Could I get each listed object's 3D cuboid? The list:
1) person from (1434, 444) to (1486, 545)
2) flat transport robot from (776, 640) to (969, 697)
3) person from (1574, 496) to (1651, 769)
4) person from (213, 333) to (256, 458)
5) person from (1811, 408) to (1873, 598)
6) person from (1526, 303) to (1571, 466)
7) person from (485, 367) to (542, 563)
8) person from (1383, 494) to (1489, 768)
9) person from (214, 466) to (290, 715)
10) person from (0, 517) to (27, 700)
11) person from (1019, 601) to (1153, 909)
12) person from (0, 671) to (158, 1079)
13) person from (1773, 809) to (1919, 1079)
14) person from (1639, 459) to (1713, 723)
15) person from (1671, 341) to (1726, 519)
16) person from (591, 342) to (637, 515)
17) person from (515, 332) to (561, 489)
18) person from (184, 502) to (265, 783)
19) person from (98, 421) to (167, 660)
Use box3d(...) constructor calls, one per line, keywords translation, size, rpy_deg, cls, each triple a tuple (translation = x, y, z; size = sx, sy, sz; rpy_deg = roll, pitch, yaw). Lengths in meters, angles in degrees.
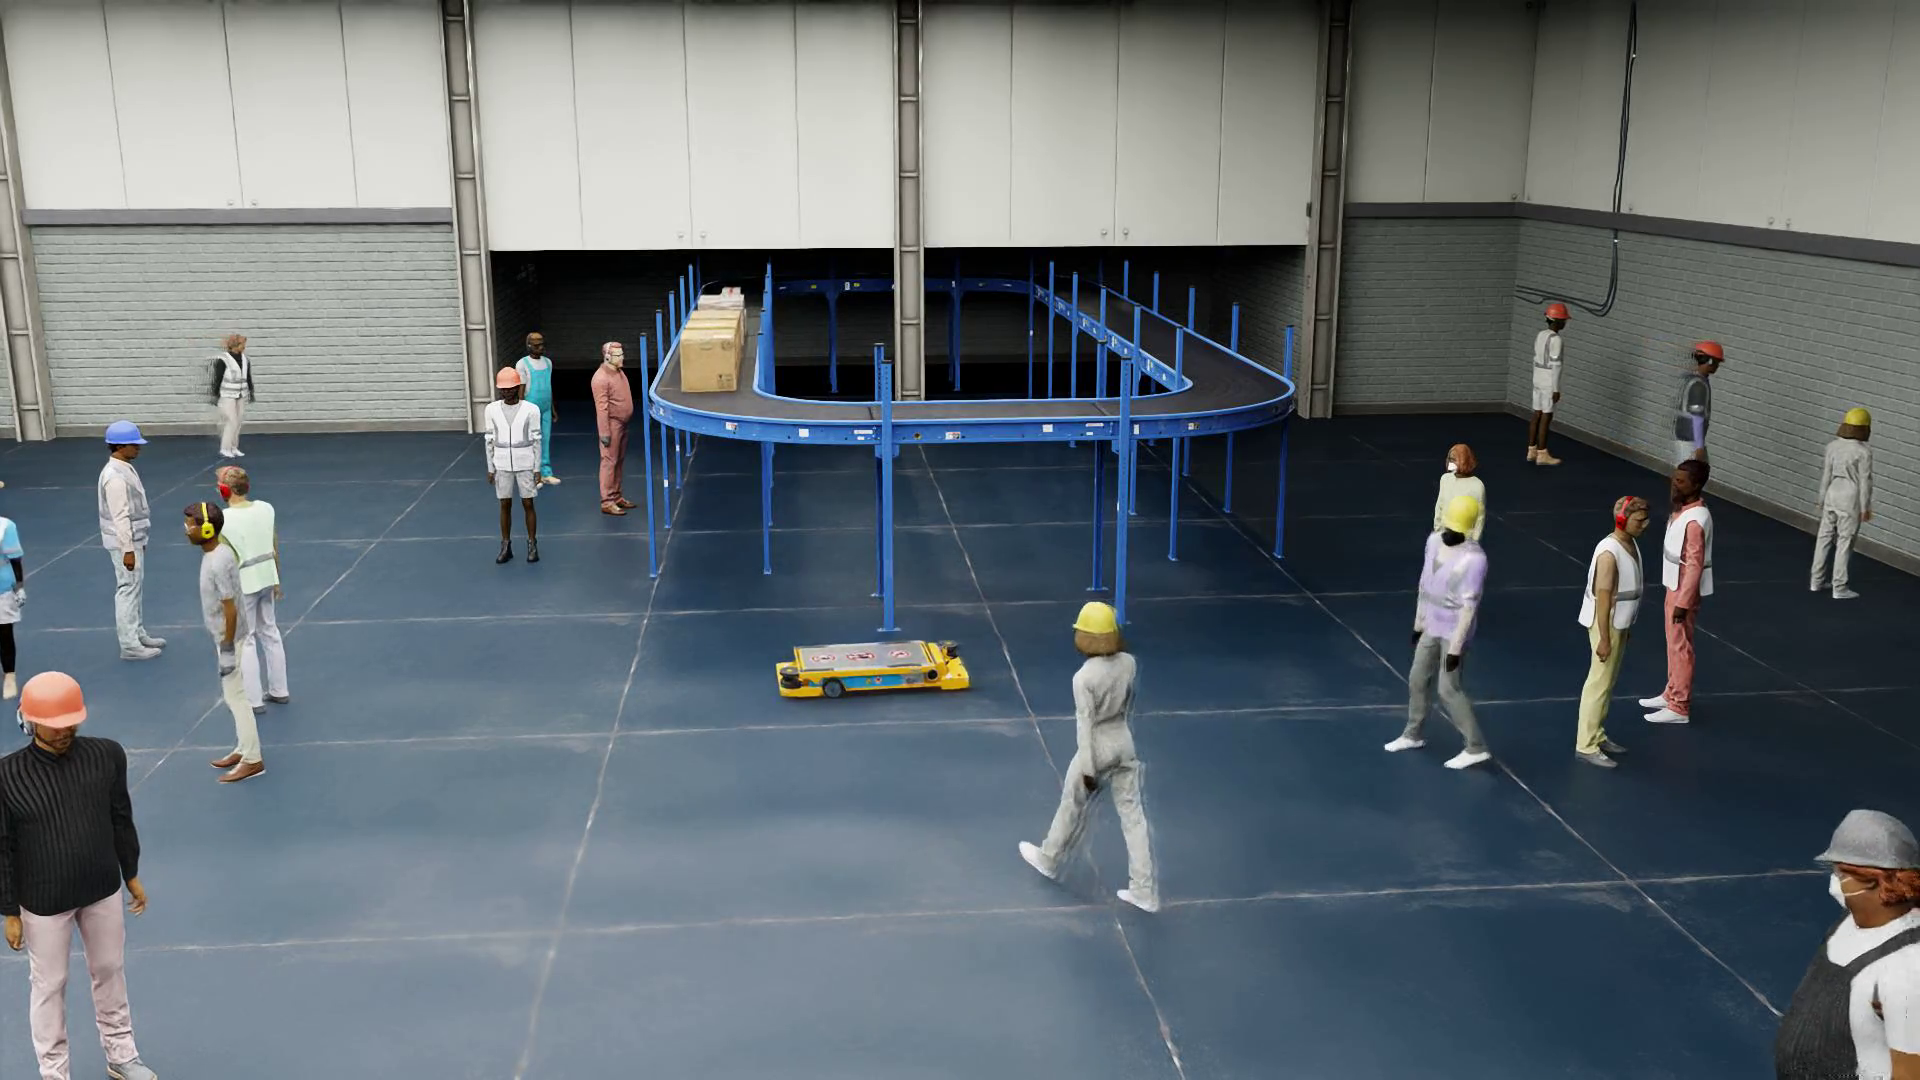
box3d(translation=(4.184, -0.007, 14.007), size=(0.265, 1.632, 0.507), rpy_deg=(-8, 16, -28), cls="person")
box3d(translation=(-0.685, 0.982, 12.820), size=(1.431, 0.197, 0.652), rpy_deg=(-2, 14, -9), cls="flat transport robot")
box3d(translation=(4.363, 0.595, 11.176), size=(0.375, 1.840, 0.570), rpy_deg=(9, 17, 33), cls="person")
box3d(translation=(-9.372, -1.861, 21.466), size=(0.454, 1.606, 0.534), rpy_deg=(4, 15, 15), cls="person")
box3d(translation=(8.069, -0.343, 15.146), size=(0.316, 1.738, 0.507), rpy_deg=(-4, 15, -16), cls="person")
box3d(translation=(7.459, -1.974, 21.048), size=(0.395, 2.044, 0.609), rpy_deg=(-1, 14, -4), cls="person")
box3d(translation=(-4.365, -0.732, 16.291), size=(0.544, 1.939, 0.354), rpy_deg=(-1, 14, -5), cls="person")
box3d(translation=(3.259, 0.583, 11.132), size=(0.475, 1.903, 0.634), rpy_deg=(-4, 15, -15), cls="person")
box3d(translation=(-5.166, 0.367, 12.107), size=(0.387, 1.838, 0.566), rpy_deg=(6, 15, 21), cls="person")
box3d(translation=(-7.211, 0.391, 12.316), size=(0.551, 1.685, 0.457), rpy_deg=(-6, 15, -23), cls="person")
box3d(translation=(0.750, 1.159, 9.223), size=(0.492, 1.696, 0.907), rpy_deg=(-11, 18, -37), cls="person")
box3d(translation=(-3.838, 1.516, 7.192), size=(0.384, 1.991, 0.609), rpy_deg=(11, 18, 38), cls="person")
box3d(translation=(3.122, 1.878, 5.642), size=(0.681, 2.000, 0.732), rpy_deg=(4, 15, 15), cls="person")
box3d(translation=(5.188, 0.365, 11.938), size=(0.383, 1.921, 0.597), rpy_deg=(4, 15, 17), cls="person")
box3d(translation=(7.765, -1.083, 17.524), size=(0.444, 2.017, 0.724), rpy_deg=(6, 15, 24), cls="person")
box3d(translation=(-3.804, -1.242, 18.396), size=(0.401, 1.906, 0.651), rpy_deg=(2, 14, 9), cls="person")
box3d(translation=(-4.994, -1.539, 19.708), size=(0.346, 1.846, 0.506), rpy_deg=(9, 17, 33), cls="person")
box3d(translation=(-4.814, 0.659, 10.875), size=(0.312, 1.865, 0.532), rpy_deg=(-7, 16, -26), cls="person")
box3d(translation=(-6.669, 0.001, 13.372), size=(0.419, 1.940, 0.600), rpy_deg=(-6, 15, -21), cls="person")
